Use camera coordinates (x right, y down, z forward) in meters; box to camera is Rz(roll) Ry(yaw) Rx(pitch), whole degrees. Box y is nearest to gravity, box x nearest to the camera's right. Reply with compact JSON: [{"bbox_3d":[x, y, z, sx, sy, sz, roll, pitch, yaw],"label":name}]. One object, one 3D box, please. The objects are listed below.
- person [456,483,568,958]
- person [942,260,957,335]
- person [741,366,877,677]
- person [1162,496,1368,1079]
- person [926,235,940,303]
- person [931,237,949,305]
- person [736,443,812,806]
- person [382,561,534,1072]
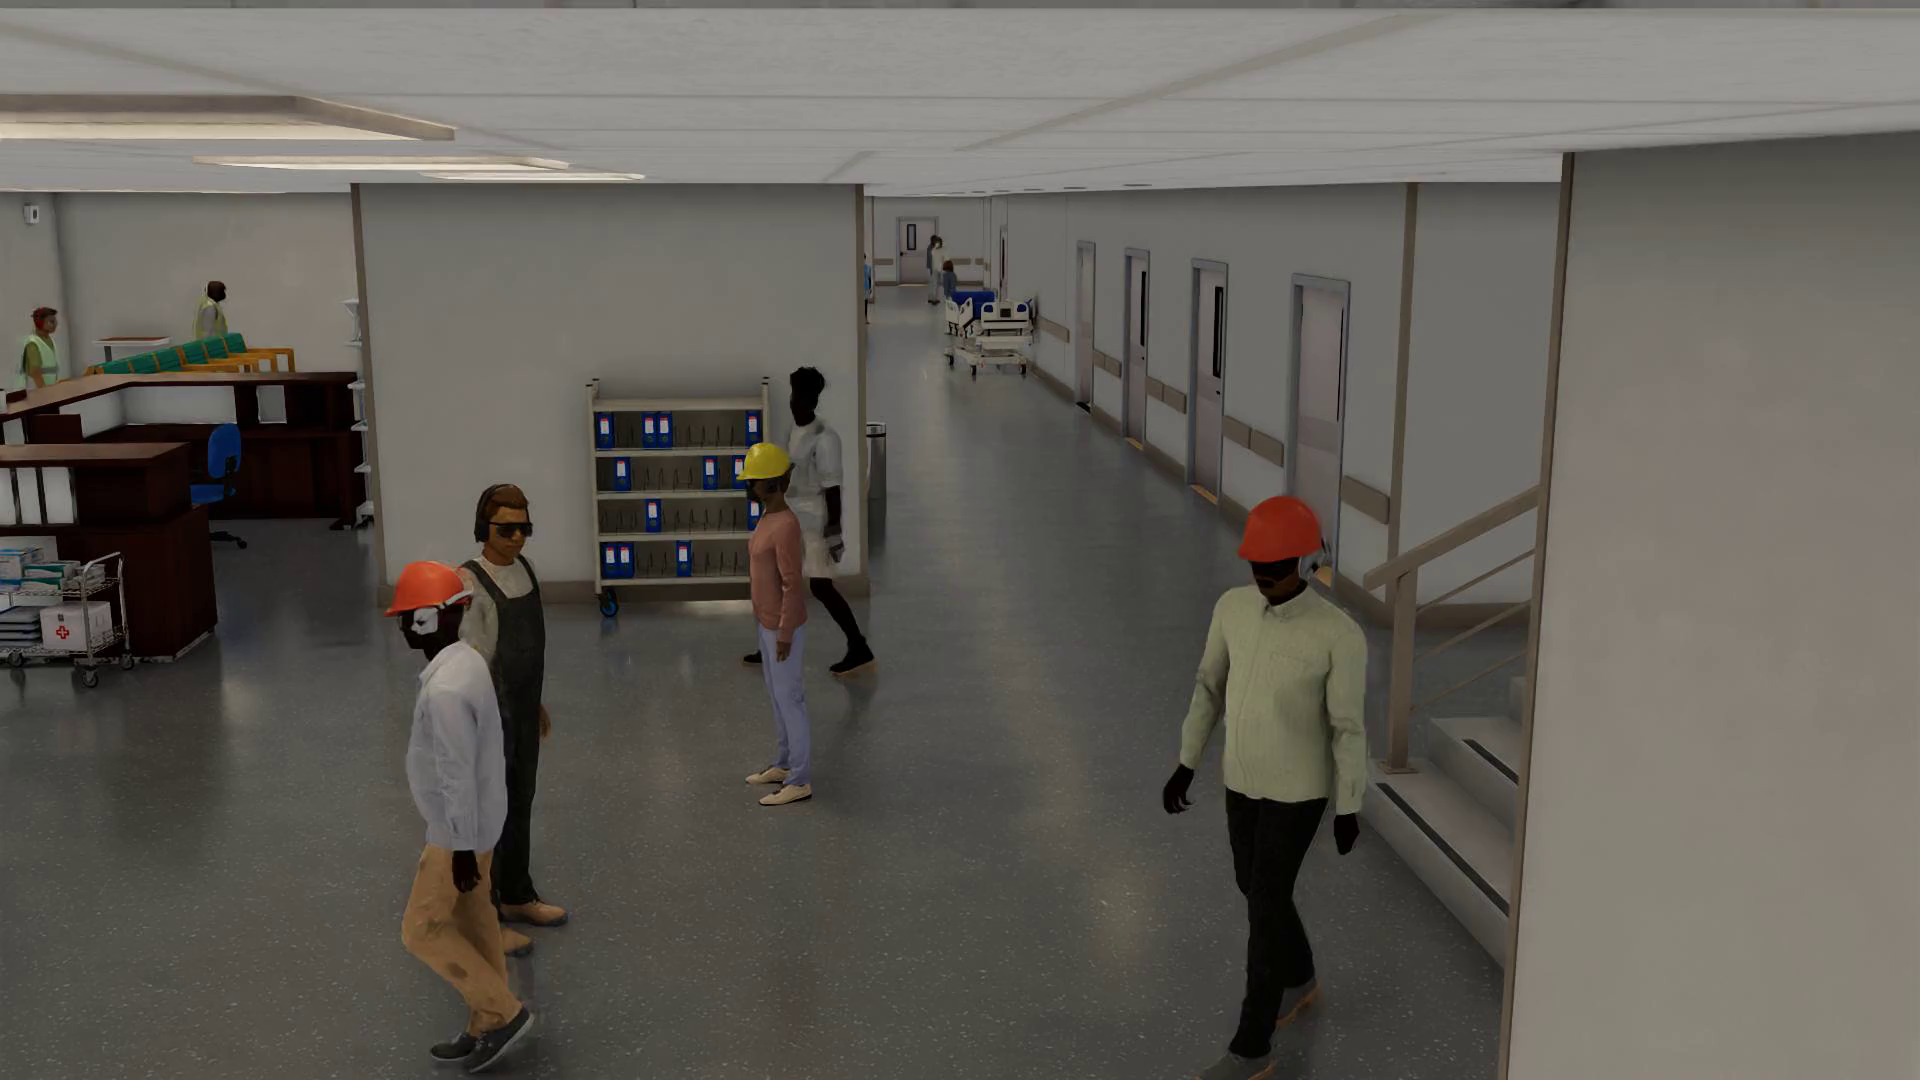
[{"bbox_3d":[-1.774,0.686,6.491,0.325,1.841,0.517,3,12,16],"label":"person"},{"bbox_3d":[-0.242,-5.281,36.258,0.398,1.597,0.642,6,13,28],"label":"person"},{"bbox_3d":[-0.939,-0.117,10.236,0.682,1.929,0.700,-6,13,-26],"label":"person"},{"bbox_3d":[1.056,0.805,5.614,0.795,1.962,0.626,-9,14,-36],"label":"person"},{"bbox_3d":[-0.766,-7.698,47.266,0.382,1.929,0.636,1,12,5],"label":"person"},{"bbox_3d":[-0.517,-7.529,46.526,0.628,1.904,0.905,7,13,30],"label":"person"},{"bbox_3d":[-0.906,0.404,8.070,0.317,1.766,0.535,-4,12,-17],"label":"person"},{"bbox_3d":[-1.704,0.931,5.562,0.382,1.729,0.577,-2,12,-12],"label":"person"}]
